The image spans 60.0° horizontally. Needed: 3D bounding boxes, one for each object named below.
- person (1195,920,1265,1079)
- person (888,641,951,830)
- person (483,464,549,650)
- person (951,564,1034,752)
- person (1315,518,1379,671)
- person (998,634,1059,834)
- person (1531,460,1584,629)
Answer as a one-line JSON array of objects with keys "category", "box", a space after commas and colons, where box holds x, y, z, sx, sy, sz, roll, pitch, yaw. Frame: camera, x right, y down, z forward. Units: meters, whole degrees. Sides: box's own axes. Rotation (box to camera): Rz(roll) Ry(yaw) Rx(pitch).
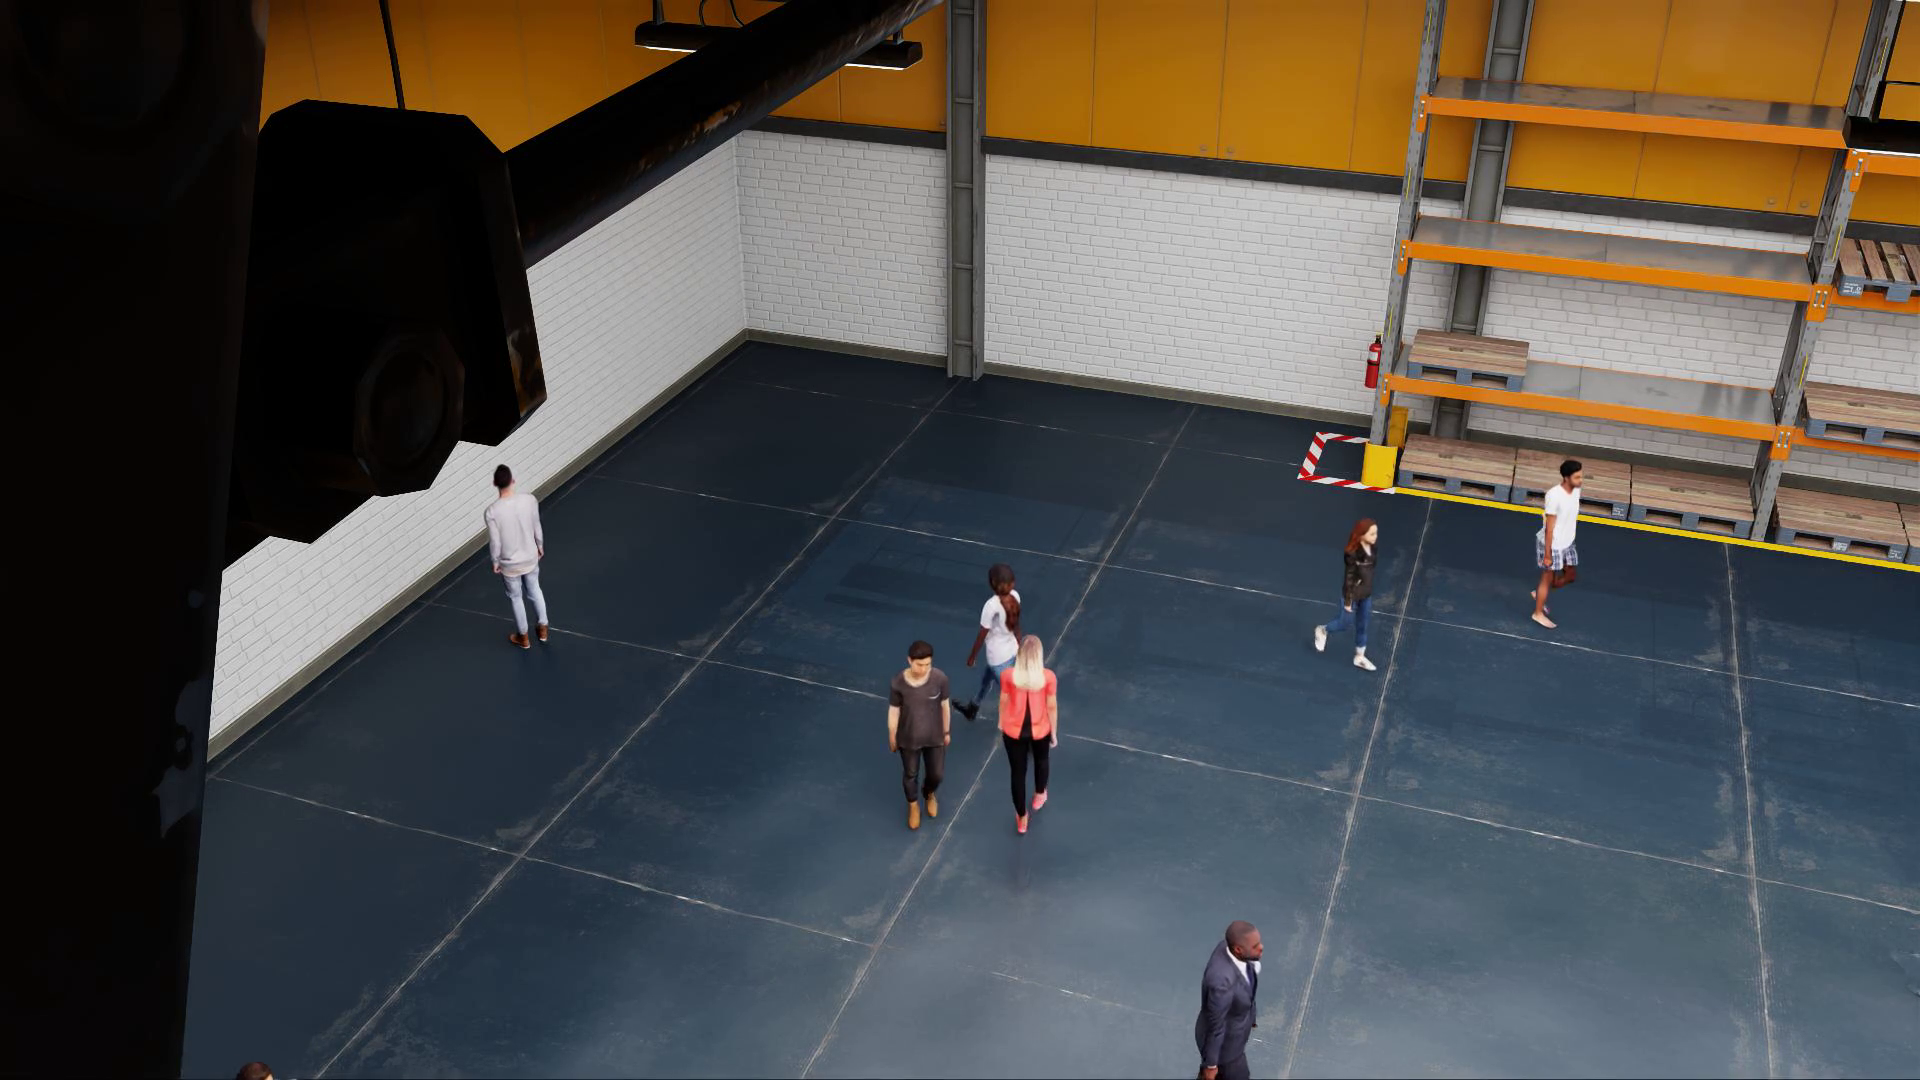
[{"category": "person", "box": [1.519, 2.999, 10.043, 0.748, 1.808, 0.719, 9, 30, 16]}, {"category": "person", "box": [-0.309, 1.457, 12.984, 0.696, 1.699, 0.802, -2, 29, -3]}, {"category": "person", "box": [-4.050, 0.143, 15.245, 0.769, 1.839, 0.772, -20, 35, -32]}, {"category": "person", "box": [0.415, 1.020, 13.813, 1.182, 1.671, 0.740, 16, 32, 27]}, {"category": "person", "box": [3.540, 0.460, 15.050, 0.856, 1.470, 0.971, -19, 34, -30]}, {"category": "person", "box": [0.512, 1.541, 12.855, 0.775, 1.675, 0.807, 1, 29, 1]}, {"category": "person", "box": [5.539, 0.006, 15.627, 0.788, 1.715, 0.837, -19, 34, -30]}]
